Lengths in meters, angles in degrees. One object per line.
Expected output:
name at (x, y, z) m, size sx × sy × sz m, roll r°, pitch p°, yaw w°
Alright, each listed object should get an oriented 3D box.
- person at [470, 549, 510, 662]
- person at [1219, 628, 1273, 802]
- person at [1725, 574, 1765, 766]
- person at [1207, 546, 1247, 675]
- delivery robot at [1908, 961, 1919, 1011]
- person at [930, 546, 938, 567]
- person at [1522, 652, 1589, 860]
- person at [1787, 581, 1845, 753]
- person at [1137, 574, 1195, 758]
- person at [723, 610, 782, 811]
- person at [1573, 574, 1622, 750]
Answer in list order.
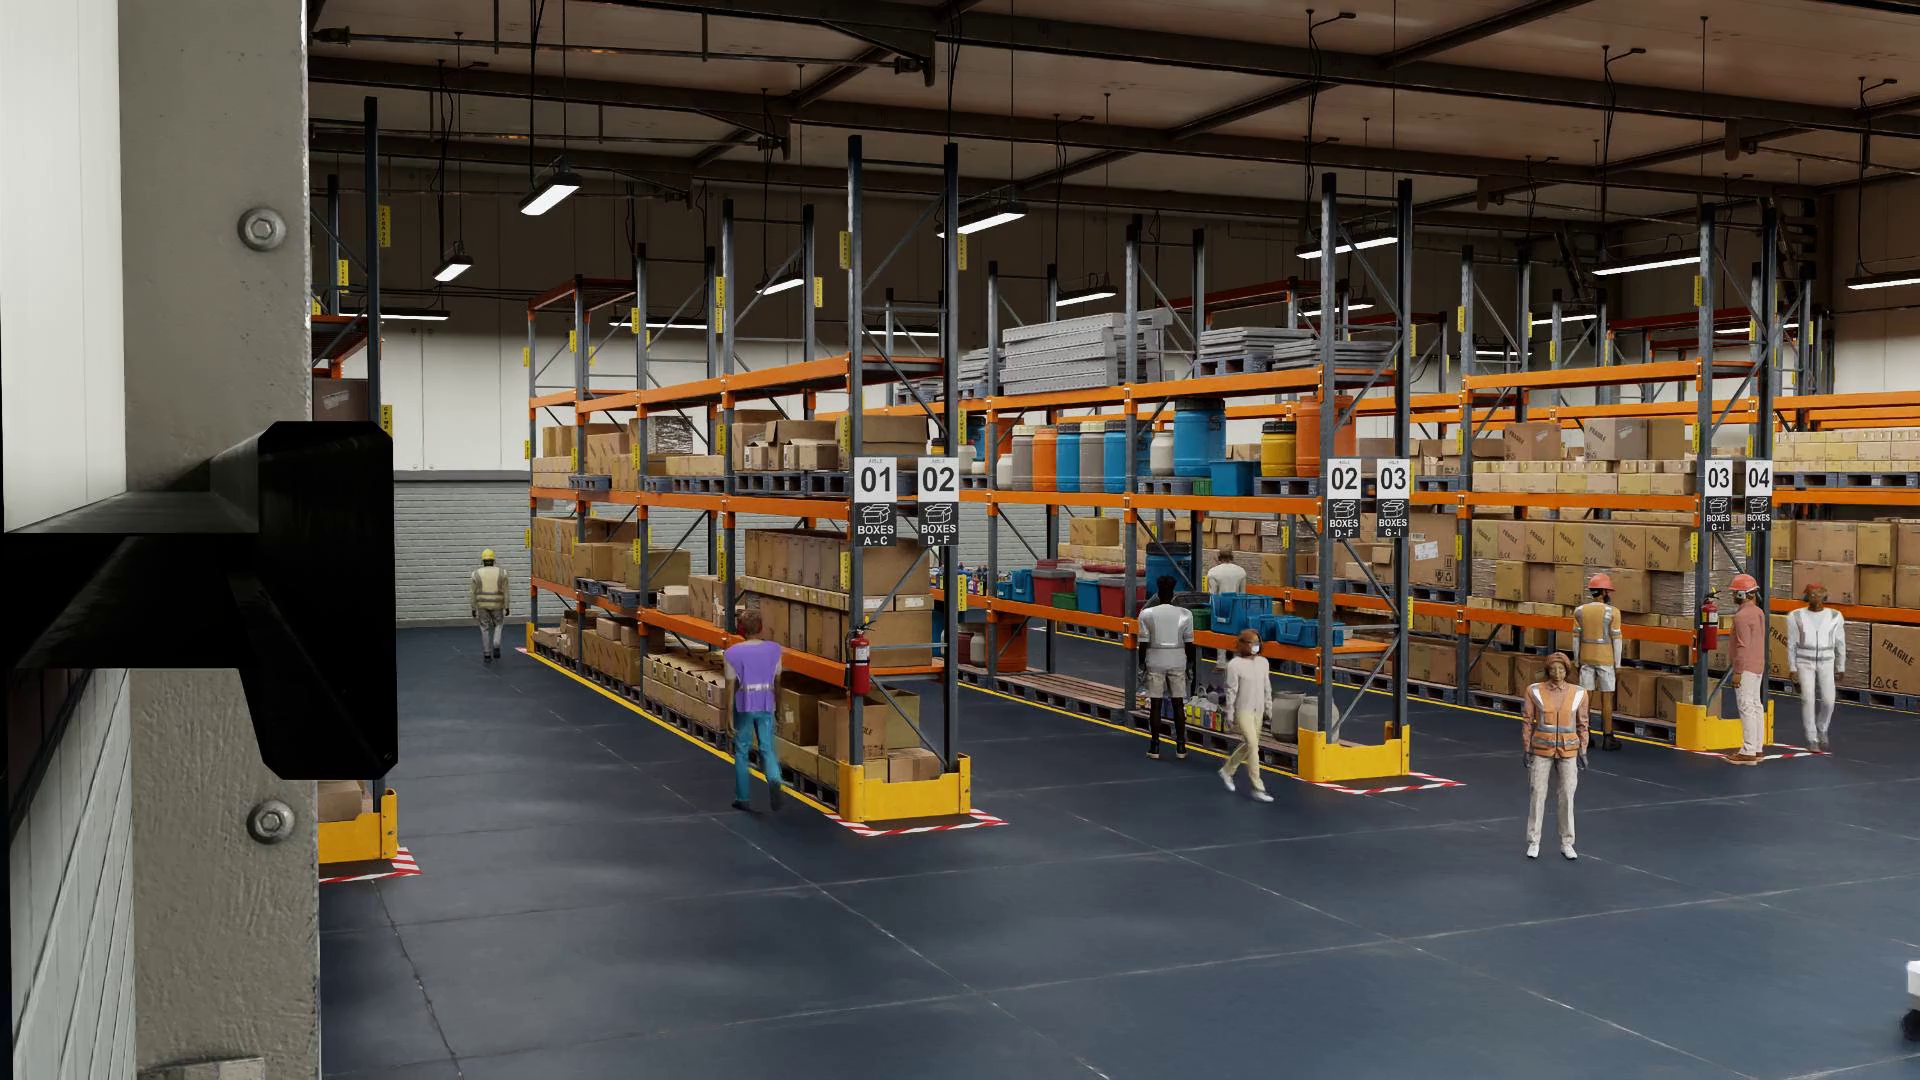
person at (-7.594, 1.052, 28.926) m, size 0.623 × 1.817 × 0.434 m, roll -1°, pitch 2°, yaw -14°
person at (2.694, 1.619, 16.902) m, size 0.507 × 1.602 × 0.769 m, roll -2°, pitch 3°, yaw -35°
person at (8.252, 1.353, 18.837) m, size 0.395 × 1.993 × 0.614 m, roll 2°, pitch 3°, yaw 42°
person at (4.028, 1.065, 27.105) m, size 0.630 × 1.936 × 0.366 m, roll -1°, pitch 2°, yaw -16°
delivery robot at (5.350, 2.398, 9.425) m, size 0.477 × 0.478 × 0.707 m, roll -1°, pitch 2°, yaw -13°
person at (-0.464, 0.756, 34.556) m, size 0.407 × 1.987 × 0.614 m, roll 1°, pitch 3°, yaw 33°
person at (4.725, 1.705, 14.232) m, size 0.512 × 1.639 × 0.312 m, roll 0°, pitch 2°, yaw 11°
person at (9.368, 1.384, 19.610) m, size 0.583 × 1.870 × 0.422 m, roll 1°, pitch 2°, yaw 18°
person at (2.208, 1.352, 19.227) m, size 0.611 × 1.964 × 0.364 m, roll 0°, pitch 2°, yaw 1°
person at (-1.843, 1.541, 16.133) m, size 0.580 × 1.824 × 0.731 m, roll -1°, pitch 2°, yaw -24°
person at (7.084, 1.345, 19.875) m, size 0.544 × 1.933 × 0.376 m, roll 2°, pitch 3°, yaw 45°
